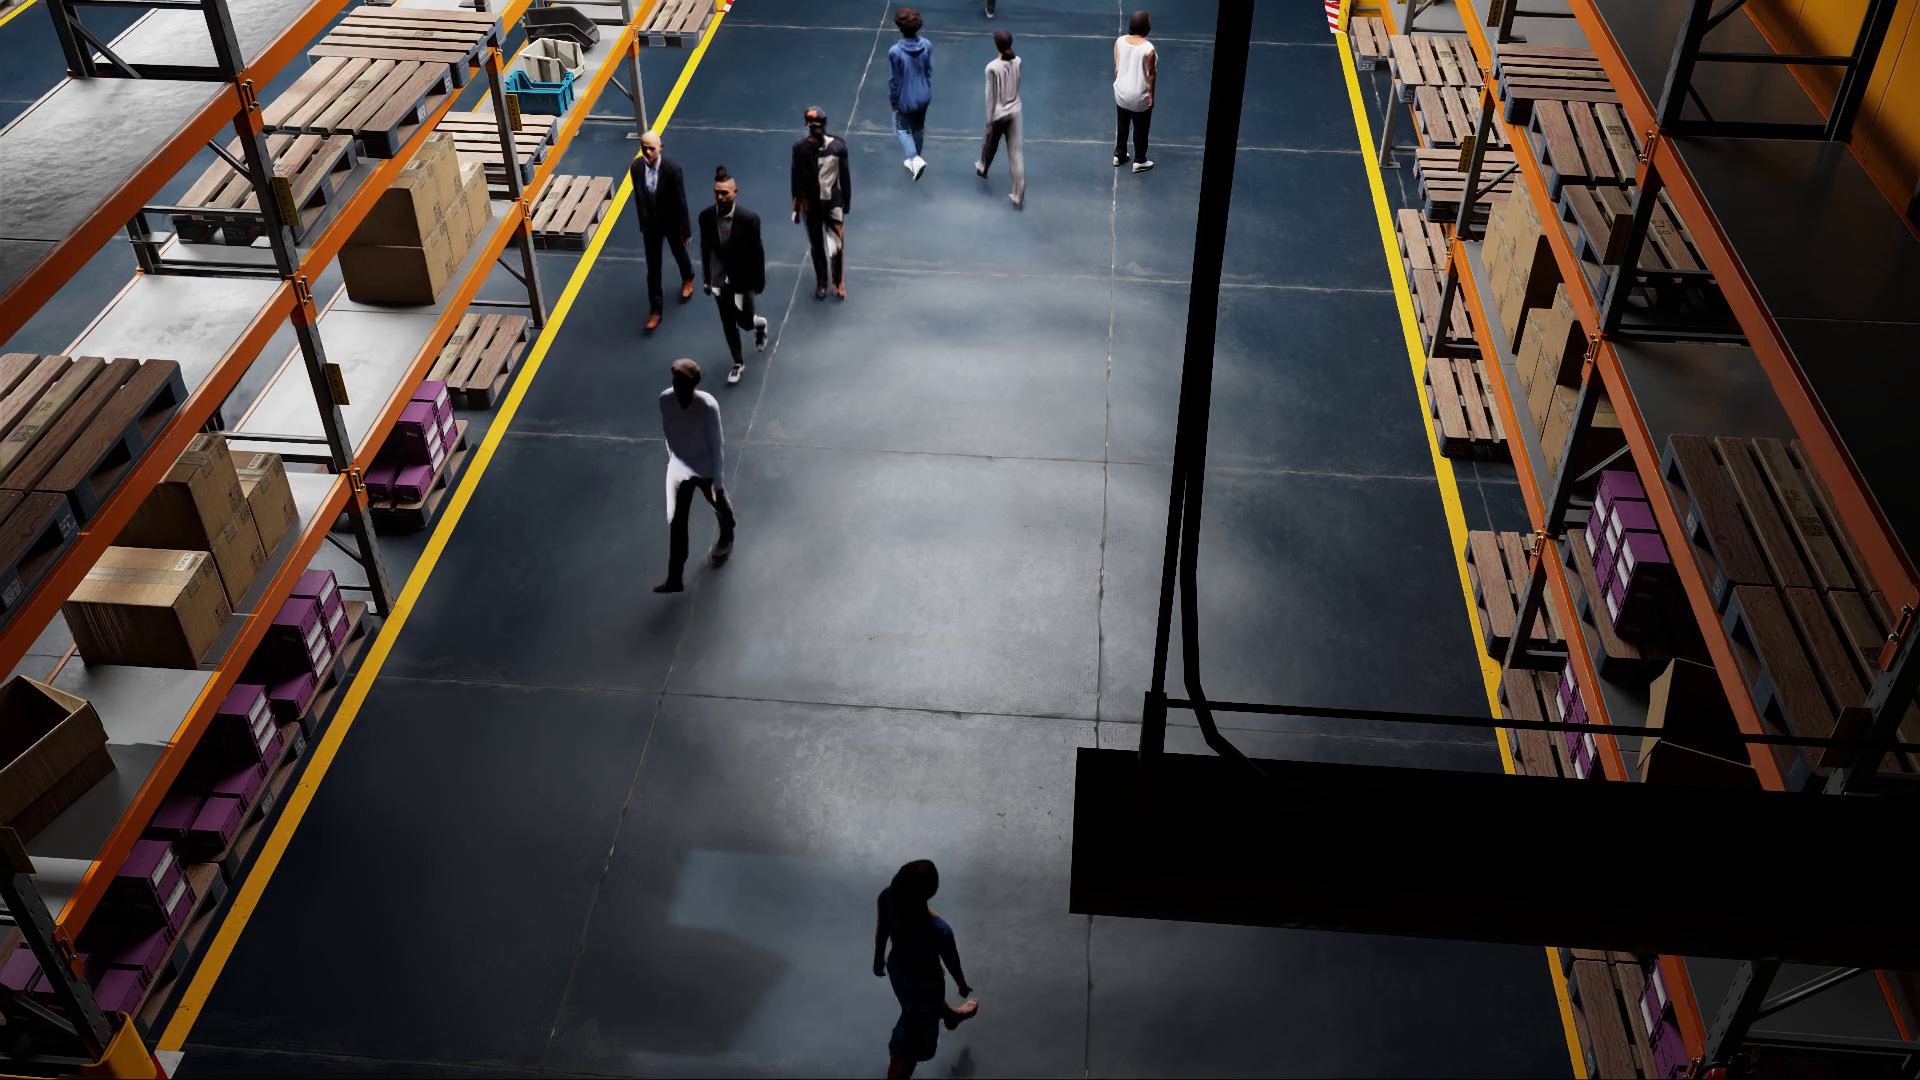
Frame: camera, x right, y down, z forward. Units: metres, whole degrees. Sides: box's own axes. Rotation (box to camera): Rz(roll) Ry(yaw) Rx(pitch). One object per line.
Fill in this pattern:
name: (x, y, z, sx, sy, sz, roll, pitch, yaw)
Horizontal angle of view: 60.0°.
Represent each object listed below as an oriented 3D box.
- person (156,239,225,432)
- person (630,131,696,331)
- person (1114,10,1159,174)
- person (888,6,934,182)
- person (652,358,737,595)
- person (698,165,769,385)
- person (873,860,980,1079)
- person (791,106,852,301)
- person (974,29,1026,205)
person: (-6.193, -1.667, 13.485, 0.634, 1.782, 0.932, 0, 39, 1)
person: (-2.652, -2.892, 15.042, 0.762, 1.752, 1.191, 6, 39, 7)
person: (1.834, -4.695, 17.352, 0.766, 1.687, 0.807, 31, 48, 33)
person: (-0.465, -4.531, 17.065, 0.938, 1.790, 1.045, -18, 42, -21)
person: (-1.859, -0.544, 12.034, 0.909, 1.838, 1.282, 13, 40, 15)
person: (-1.904, -2.293, 14.146, 0.790, 1.935, 0.950, 9, 39, 11)
person: (-0.281, 2.352, 8.475, 1.068, 1.754, 1.200, 30, 47, 32)
person: (-1.266, -3.104, 15.207, 0.702, 1.878, 0.650, 0, 39, 0)
person: (0.500, -4.207, 16.715, 0.939, 1.720, 1.200, -15, 41, -17)
